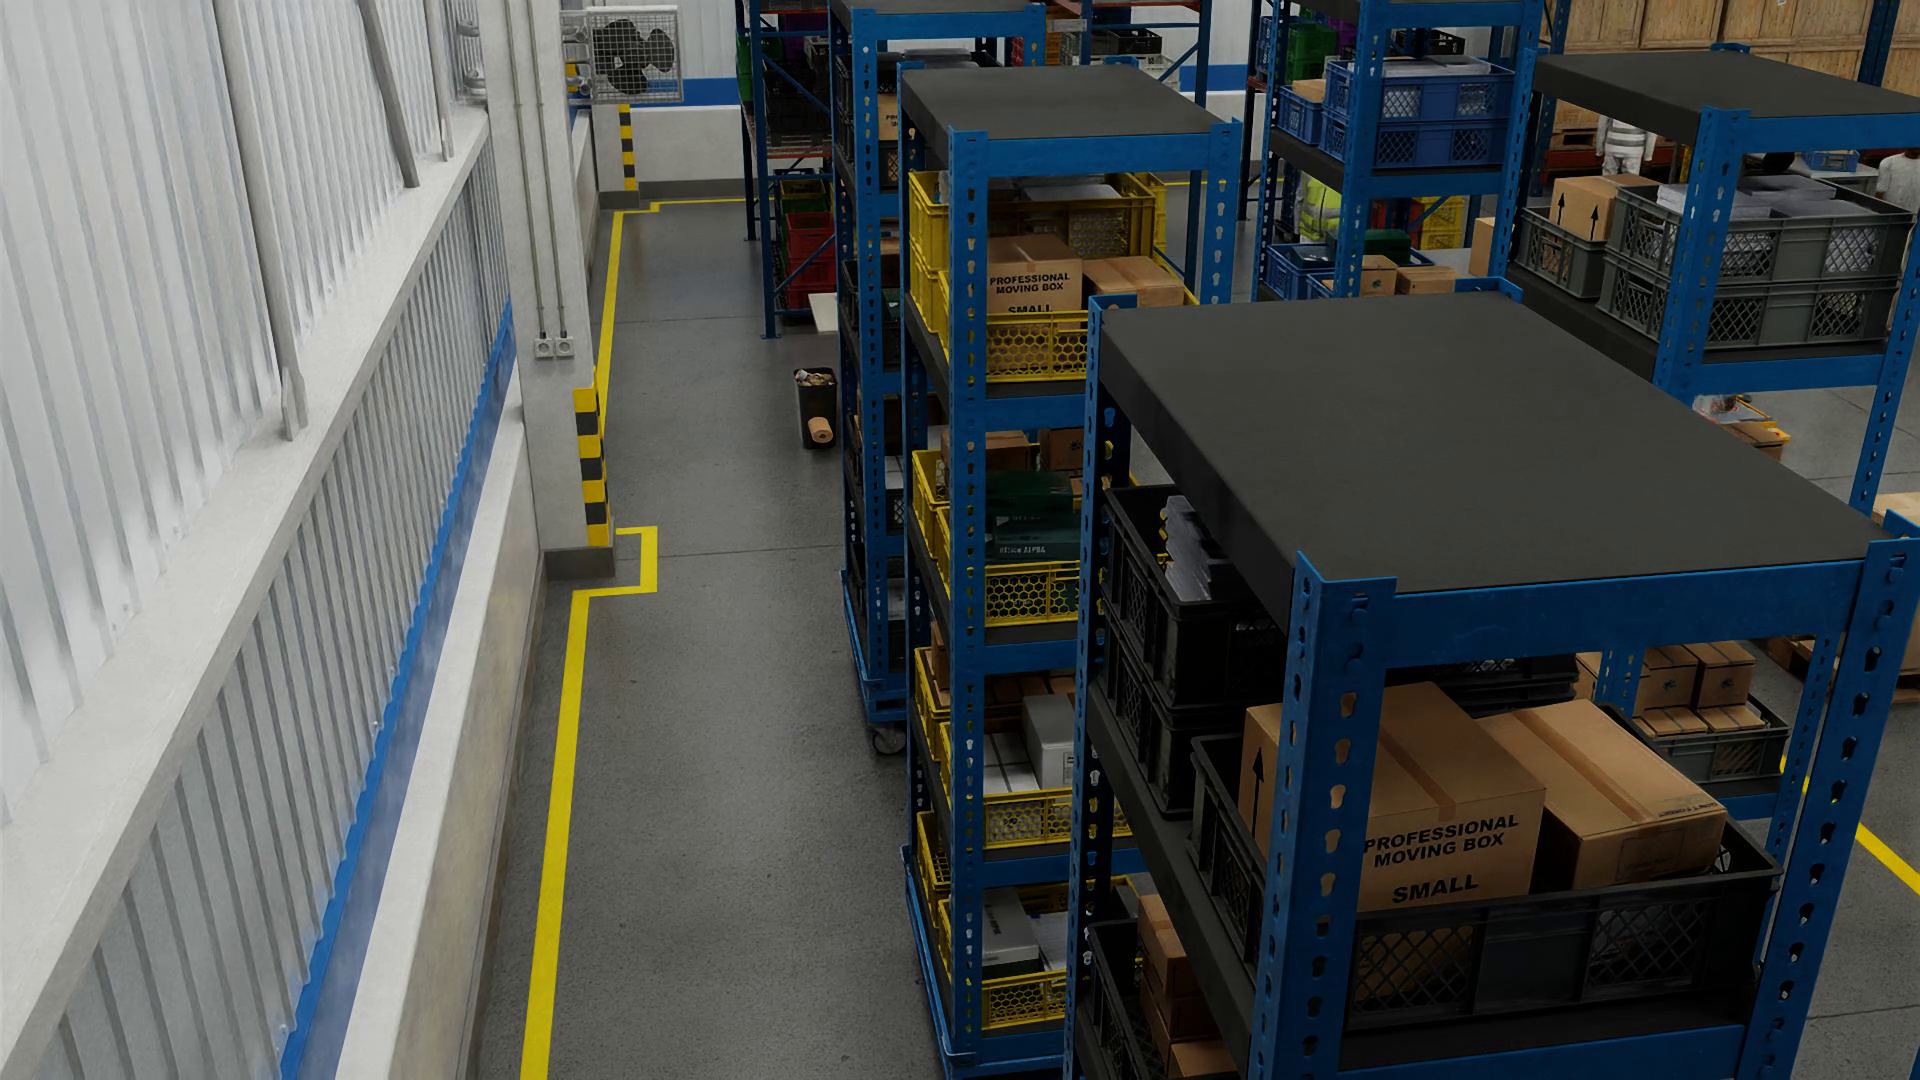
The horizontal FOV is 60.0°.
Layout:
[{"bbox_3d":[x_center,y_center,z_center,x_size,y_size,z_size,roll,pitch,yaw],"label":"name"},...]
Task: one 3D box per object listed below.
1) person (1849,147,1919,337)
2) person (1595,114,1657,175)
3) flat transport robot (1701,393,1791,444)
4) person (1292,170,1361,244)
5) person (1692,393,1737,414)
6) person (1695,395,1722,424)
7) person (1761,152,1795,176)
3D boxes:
[{"bbox_3d":[7.916,-2.629,14.094,0.516,1.861,0.316,-2,25,-5],"label":"person"},{"bbox_3d":[6.748,-3.931,16.895,0.584,1.882,0.345,18,30,34],"label":"person"},{"bbox_3d":[5.224,-0.859,12.132,1.431,0.197,0.652,-4,25,-8],"label":"flat transport robot"},{"bbox_3d":[3.089,-2.582,14.011,0.627,1.846,0.429,13,28,26],"label":"person"},{"bbox_3d":[4.572,-0.991,10.481,0.886,1.905,0.637,-17,30,-32],"label":"person"},{"bbox_3d":[3.405,-0.005,8.230,0.612,1.995,0.382,-10,27,-21],"label":"person"},{"bbox_3d":[6.739,-2.497,13.993,0.316,1.700,0.541,18,30,34],"label":"person"}]
